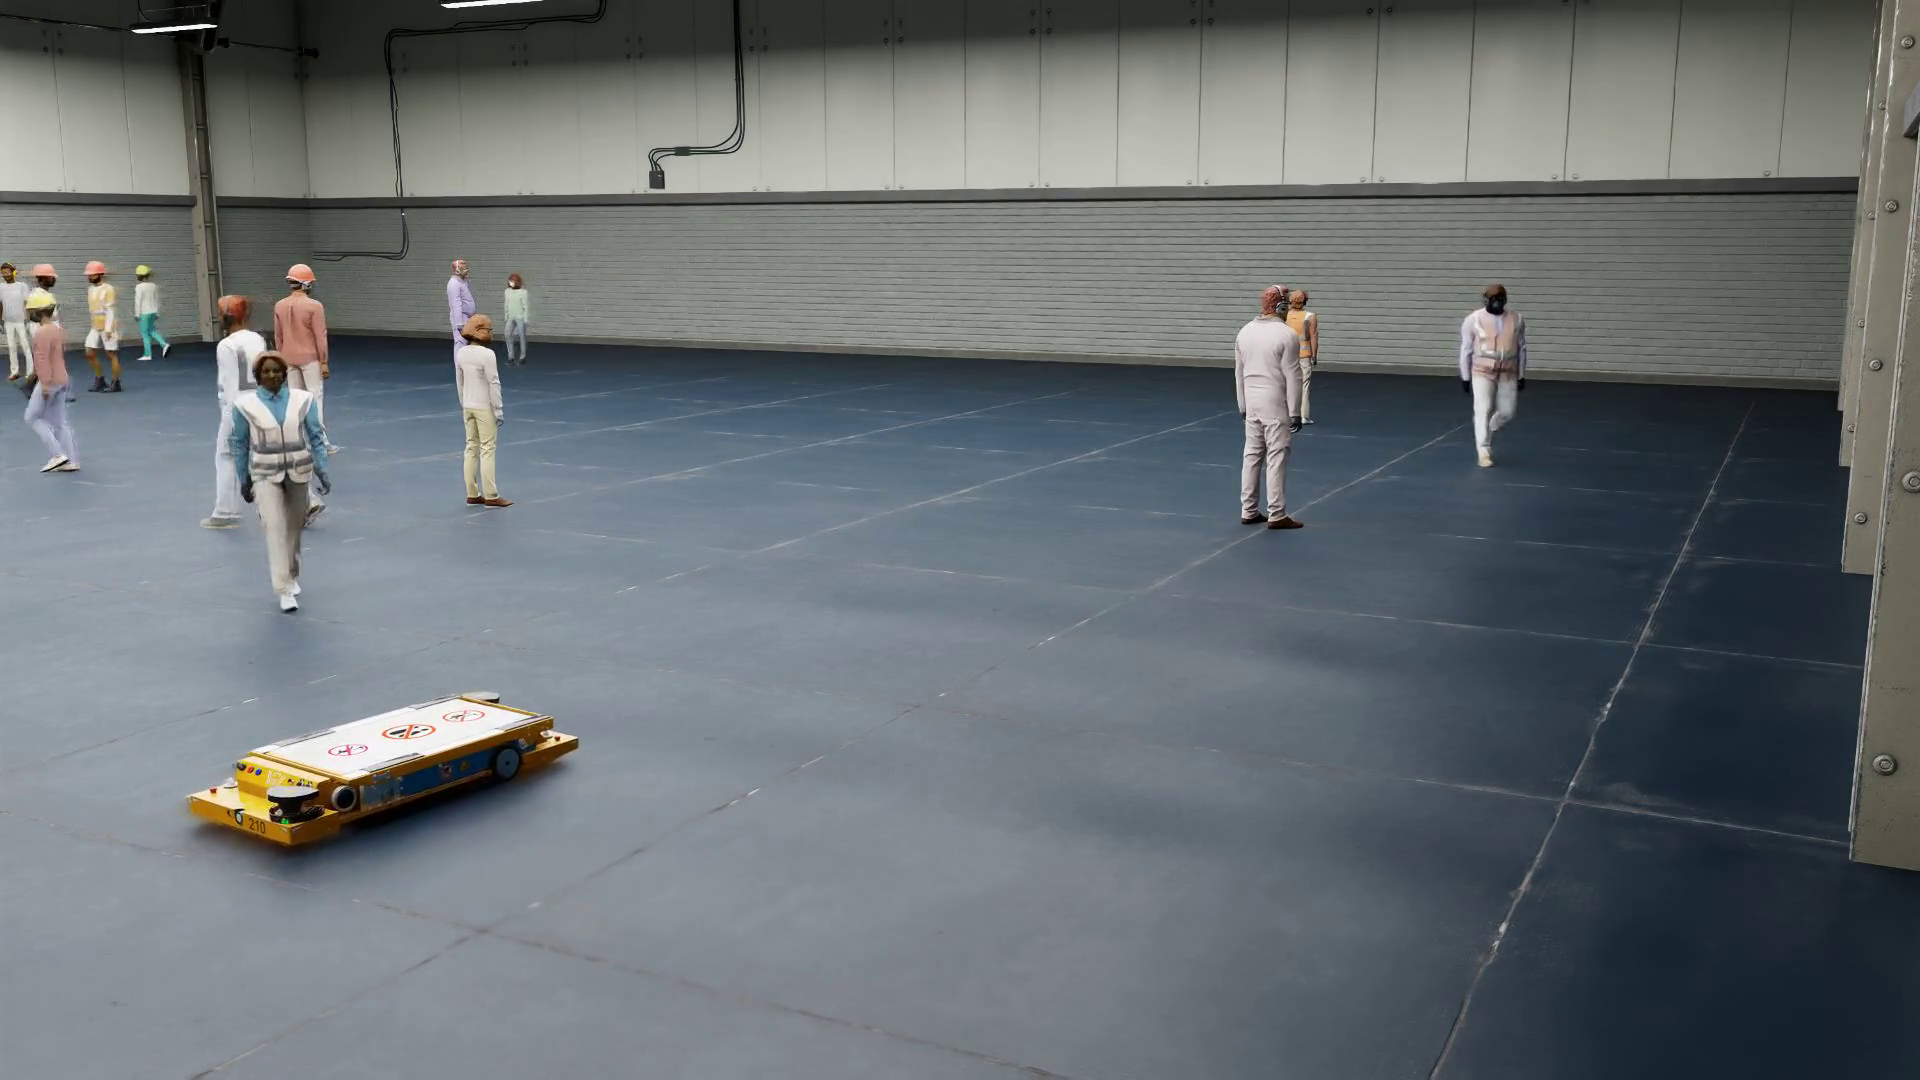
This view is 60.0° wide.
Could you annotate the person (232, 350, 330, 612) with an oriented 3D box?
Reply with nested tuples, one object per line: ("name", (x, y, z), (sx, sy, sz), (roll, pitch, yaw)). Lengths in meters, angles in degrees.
("person", (-4.226, -0.386, 10.367), (0.512, 1.594, 0.864), (-7, 13, -35))

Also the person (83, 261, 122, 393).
("person", (-12.529, -3.084, 24.215), (0.549, 1.916, 0.584), (4, 11, 22))

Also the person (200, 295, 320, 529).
("person", (-5.511, -0.984, 12.945), (0.932, 1.852, 0.579), (2, 11, 11))

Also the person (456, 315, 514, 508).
("person", (-4.049, -1.087, 14.081), (0.497, 1.633, 0.278), (8, 13, 36))

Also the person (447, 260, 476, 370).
("person", (-7.792, -3.419, 26.055), (0.409, 1.909, 0.641), (-2, 11, -12))

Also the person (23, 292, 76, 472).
("person", (-8.823, -1.507, 16.060), (0.426, 1.746, 0.548), (-2, 11, -12))

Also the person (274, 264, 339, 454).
("person", (-6.877, -1.887, 17.456), (0.612, 1.994, 0.394), (3, 11, 18))

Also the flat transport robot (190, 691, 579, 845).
("flat transport robot", (-2.349, 0.909, 6.914), (0.652, 0.197, 1.431), (7, 12, 34))

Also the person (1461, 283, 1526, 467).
("person", (5.327, -1.656, 16.660), (0.646, 1.825, 0.560), (0, 10, -2))

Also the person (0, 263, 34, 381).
("person", (-14.965, -3.447, 26.339), (0.515, 1.865, 0.312), (-1, 10, -3))

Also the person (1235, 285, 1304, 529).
("person", (2.460, -1.041, 13.083), (0.409, 1.907, 0.651), (-7, 13, -34))

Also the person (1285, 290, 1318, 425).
("person", (4.095, -2.214, 20.213), (0.511, 1.641, 0.308), (5, 12, 26))

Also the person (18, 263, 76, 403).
("person", (-12.507, -2.807, 22.686), (0.566, 1.918, 0.547), (-4, 11, -21))

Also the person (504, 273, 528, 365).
("person", (-7.910, -3.909, 29.488), (0.523, 1.614, 0.557), (4, 11, 19))

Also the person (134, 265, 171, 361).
("person", (-14.871, -4.153, 30.485), (0.480, 1.751, 0.525), (1, 10, 8))
